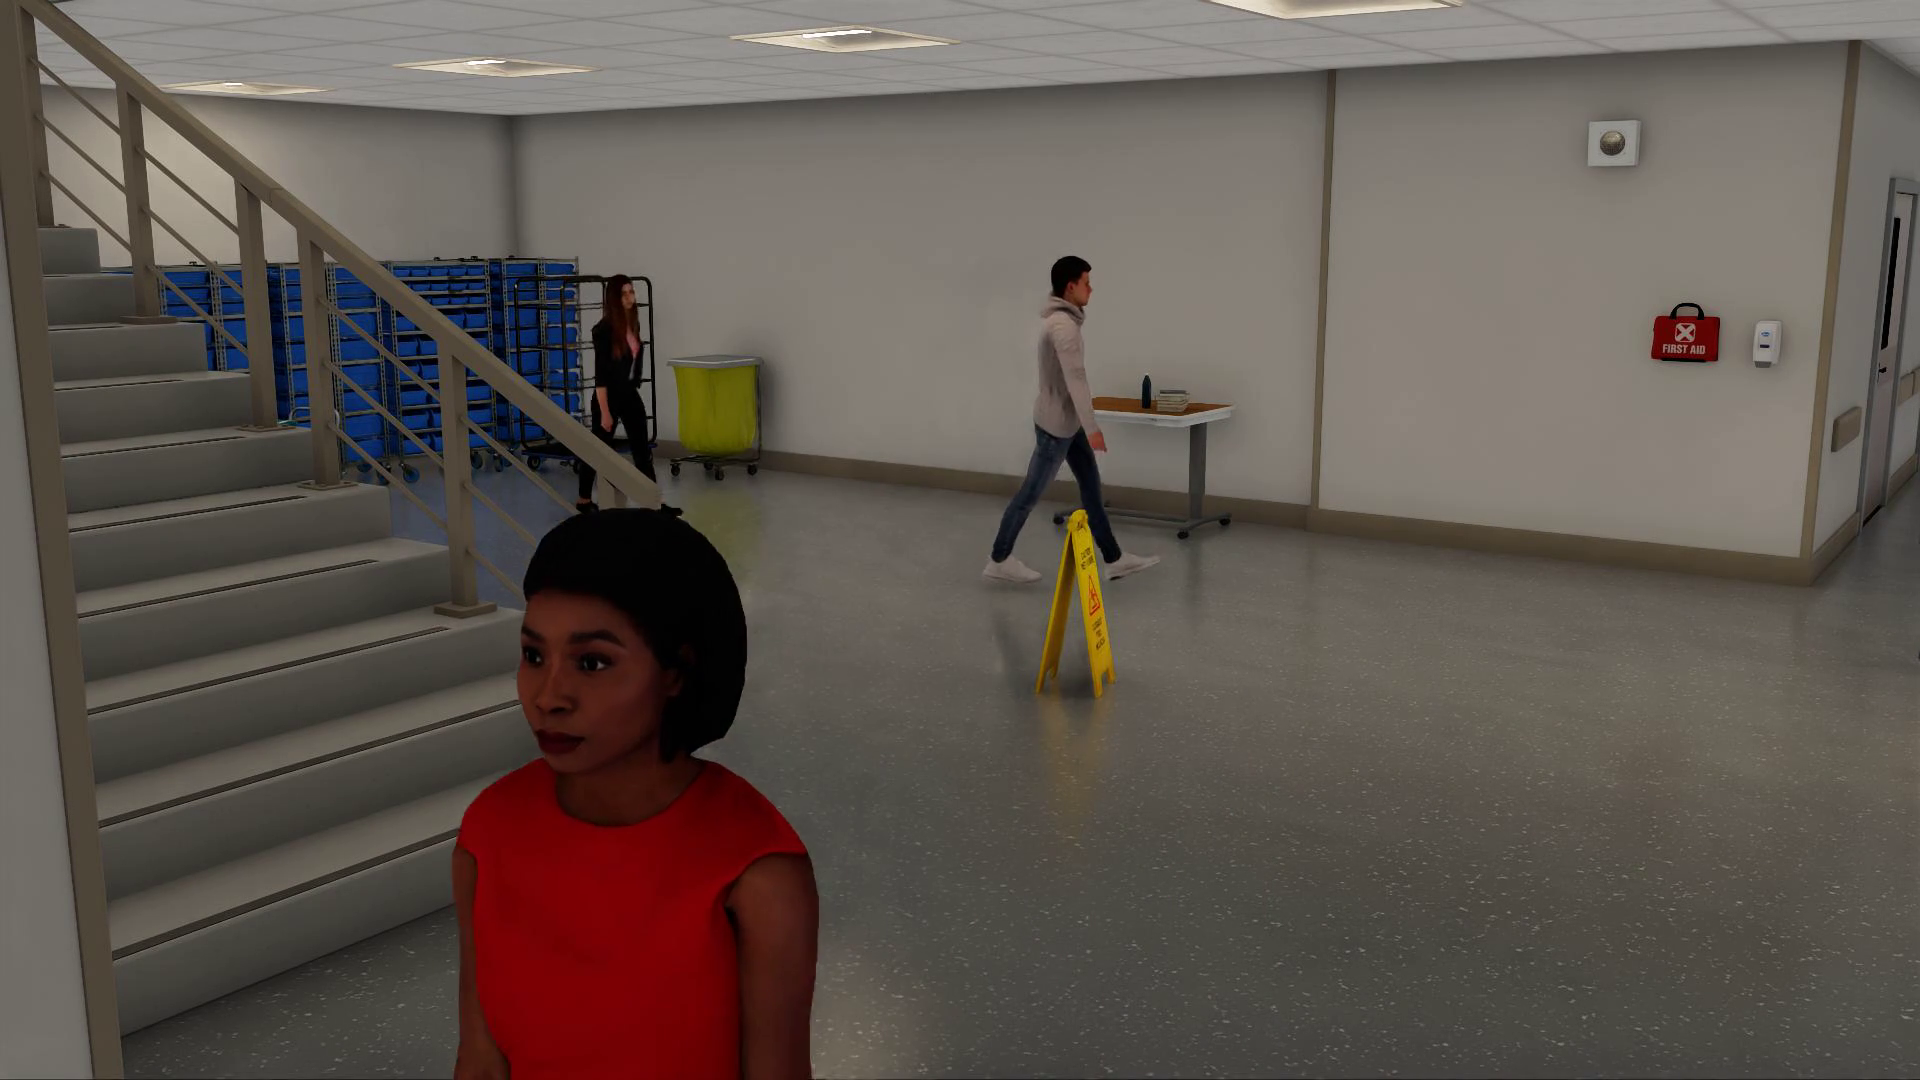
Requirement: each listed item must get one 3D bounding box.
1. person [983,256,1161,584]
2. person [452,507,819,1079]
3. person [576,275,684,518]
[{"bbox_3d":[0.464,-0.611,9.185,1.328,1.803,1.071,1,11,7],"label":"person"},{"bbox_3d":[-0.312,0.818,1.852,0.888,1.728,0.801,3,11,16],"label":"person"},{"bbox_3d":[-2.368,-0.911,11.159,1.119,1.656,0.643,6,12,27],"label":"person"}]
